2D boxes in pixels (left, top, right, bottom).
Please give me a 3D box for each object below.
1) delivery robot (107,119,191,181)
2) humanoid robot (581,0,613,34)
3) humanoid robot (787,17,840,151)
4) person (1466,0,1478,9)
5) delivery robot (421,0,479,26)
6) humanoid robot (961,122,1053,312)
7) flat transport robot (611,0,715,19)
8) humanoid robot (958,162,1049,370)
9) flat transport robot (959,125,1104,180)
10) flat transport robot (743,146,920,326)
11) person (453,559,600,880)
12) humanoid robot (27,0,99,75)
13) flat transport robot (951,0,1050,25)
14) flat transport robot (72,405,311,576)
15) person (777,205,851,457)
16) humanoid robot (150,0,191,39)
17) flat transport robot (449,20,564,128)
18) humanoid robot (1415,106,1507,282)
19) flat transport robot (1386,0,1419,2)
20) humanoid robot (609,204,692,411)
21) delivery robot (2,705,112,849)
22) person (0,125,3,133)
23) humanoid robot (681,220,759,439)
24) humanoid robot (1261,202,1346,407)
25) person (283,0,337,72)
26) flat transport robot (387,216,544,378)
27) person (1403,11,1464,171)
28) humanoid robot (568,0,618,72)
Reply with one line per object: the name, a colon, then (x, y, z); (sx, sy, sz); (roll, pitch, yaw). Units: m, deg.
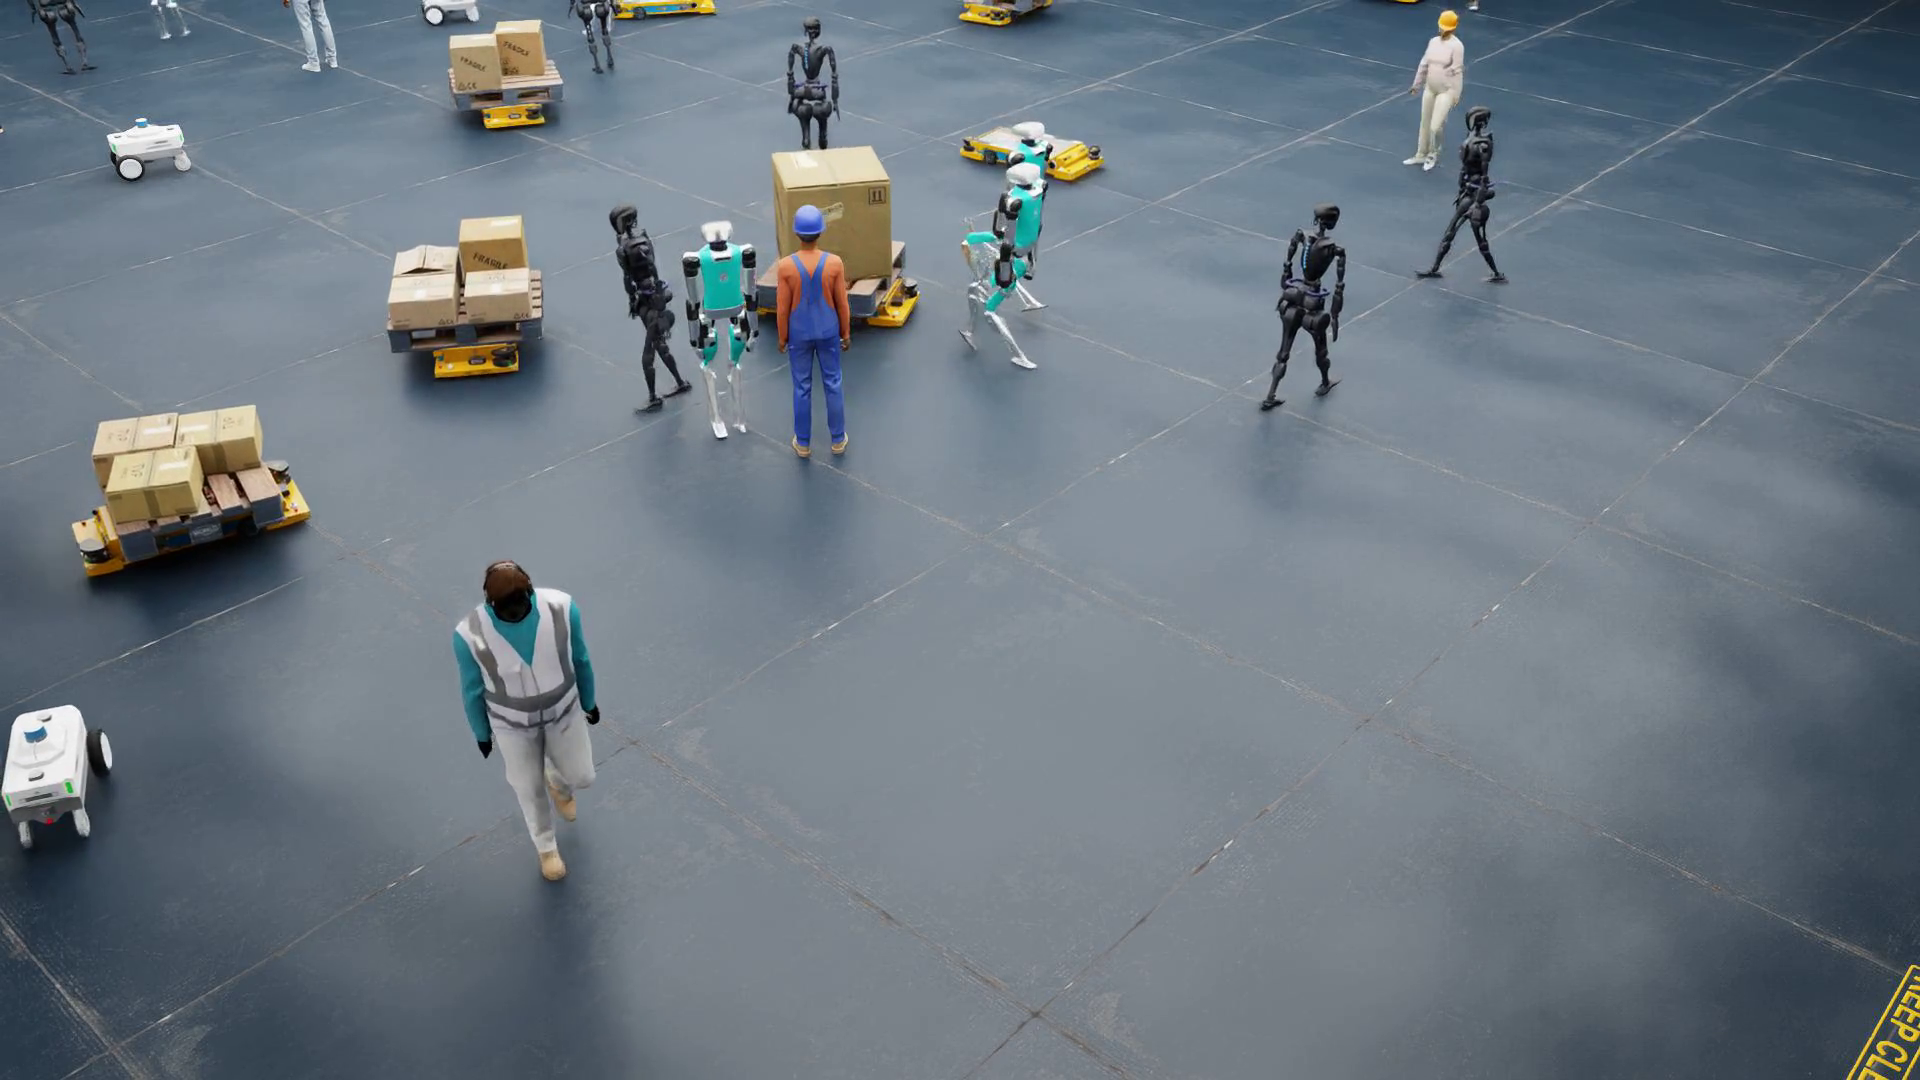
delivery robot: (-8.586, -4.138, 17.544); (0.774, 0.592, 0.499); (-17, 36, -25)
humanoid robot: (-4.800, -7.554, 21.959); (0.551, 1.795, 0.775); (4, 32, 6)
humanoid robot: (-1.521, -4.567, 17.211); (0.604, 1.626, 0.726); (9, 33, 14)
person: (7.139, -8.375, 23.224); (0.559, 1.758, 0.977); (-2, 32, -3)
delivery robot: (-7.005, -7.354, 22.742); (0.817, 0.613, 0.499); (-11, 33, -17)
humanoid robot: (0.355, -2.744, 14.170); (0.984, 1.726, 0.550); (23, 38, 32)
flat transport robot: (-4.179, -7.481, 23.200); (1.431, 0.231, 0.659); (-8, 33, -12)
humanoid robot: (0.234, -2.243, 13.393); (0.962, 1.767, 0.543); (22, 38, 31)
flat transport robot: (0.763, -4.165, 17.861); (1.431, 0.231, 0.659); (20, 37, 29)
flat transport robot: (-1.119, -2.146, 14.610); (1.431, 0.231, 0.659); (7, 32, 11)
person: (-2.121, 0.870, 8.272); (0.647, 1.824, 0.475); (-14, 35, -22)
humanoid robot: (-11.066, -6.527, 20.336); (0.603, 1.647, 0.445); (-16, 35, -23)
flat transport robot: (0.642, -7.422, 23.105); (0.659, 0.231, 1.431); (18, 36, 26)
flat transport robot: (-5.281, -0.168, 11.424); (1.431, 0.231, 0.659); (-18, 36, -27)
person: (-1.055, -1.493, 12.004); (0.530, 1.909, 0.351); (-5, 32, -8)
humanoid robot: (-10.540, -7.437, 21.762); (0.538, 1.800, 0.732); (-8, 33, -13)
flat transport robot: (-5.259, -5.106, 19.376); (0.659, 0.231, 1.431); (-10, 33, -15)
humanoid robot: (4.584, -3.049, 14.794); (0.796, 1.626, 0.616); (-1, 32, -2)
flat transport robot: (6.045, -8.026, 24.078); (1.431, 0.231, 0.659); (20, 37, 29)
humanoid robot: (-2.366, -1.808, 12.750); (0.578, 1.624, 0.614); (-20, 37, -29)
delivery robot: (-4.880, 1.224, 8.908); (0.499, 0.590, 0.793); (-11, 34, -18)
person: (-11.007, -5.377, 18.212); (0.370, 1.959, 0.600); (15, 35, 23)
humanoid robot: (-1.783, -1.570, 12.293); (0.536, 1.794, 0.707); (-11, 34, -17)
humanoid robot: (2.680, -1.823, 12.802); (0.787, 1.628, 0.608); (-25, 40, -34)
person: (-8.059, -6.750, 20.464); (0.394, 1.916, 0.588); (27, 41, 36)
flat transport robot: (-4.098, -1.754, 13.978); (0.659, 0.231, 1.431); (-6, 32, -10)
person: (4.969, -4.676, 17.341); (0.385, 1.680, 0.580); (-18, 36, -26)
humanoid robot: (-4.546, -6.637, 20.505); (0.609, 1.656, 0.403); (-12, 34, -18)
